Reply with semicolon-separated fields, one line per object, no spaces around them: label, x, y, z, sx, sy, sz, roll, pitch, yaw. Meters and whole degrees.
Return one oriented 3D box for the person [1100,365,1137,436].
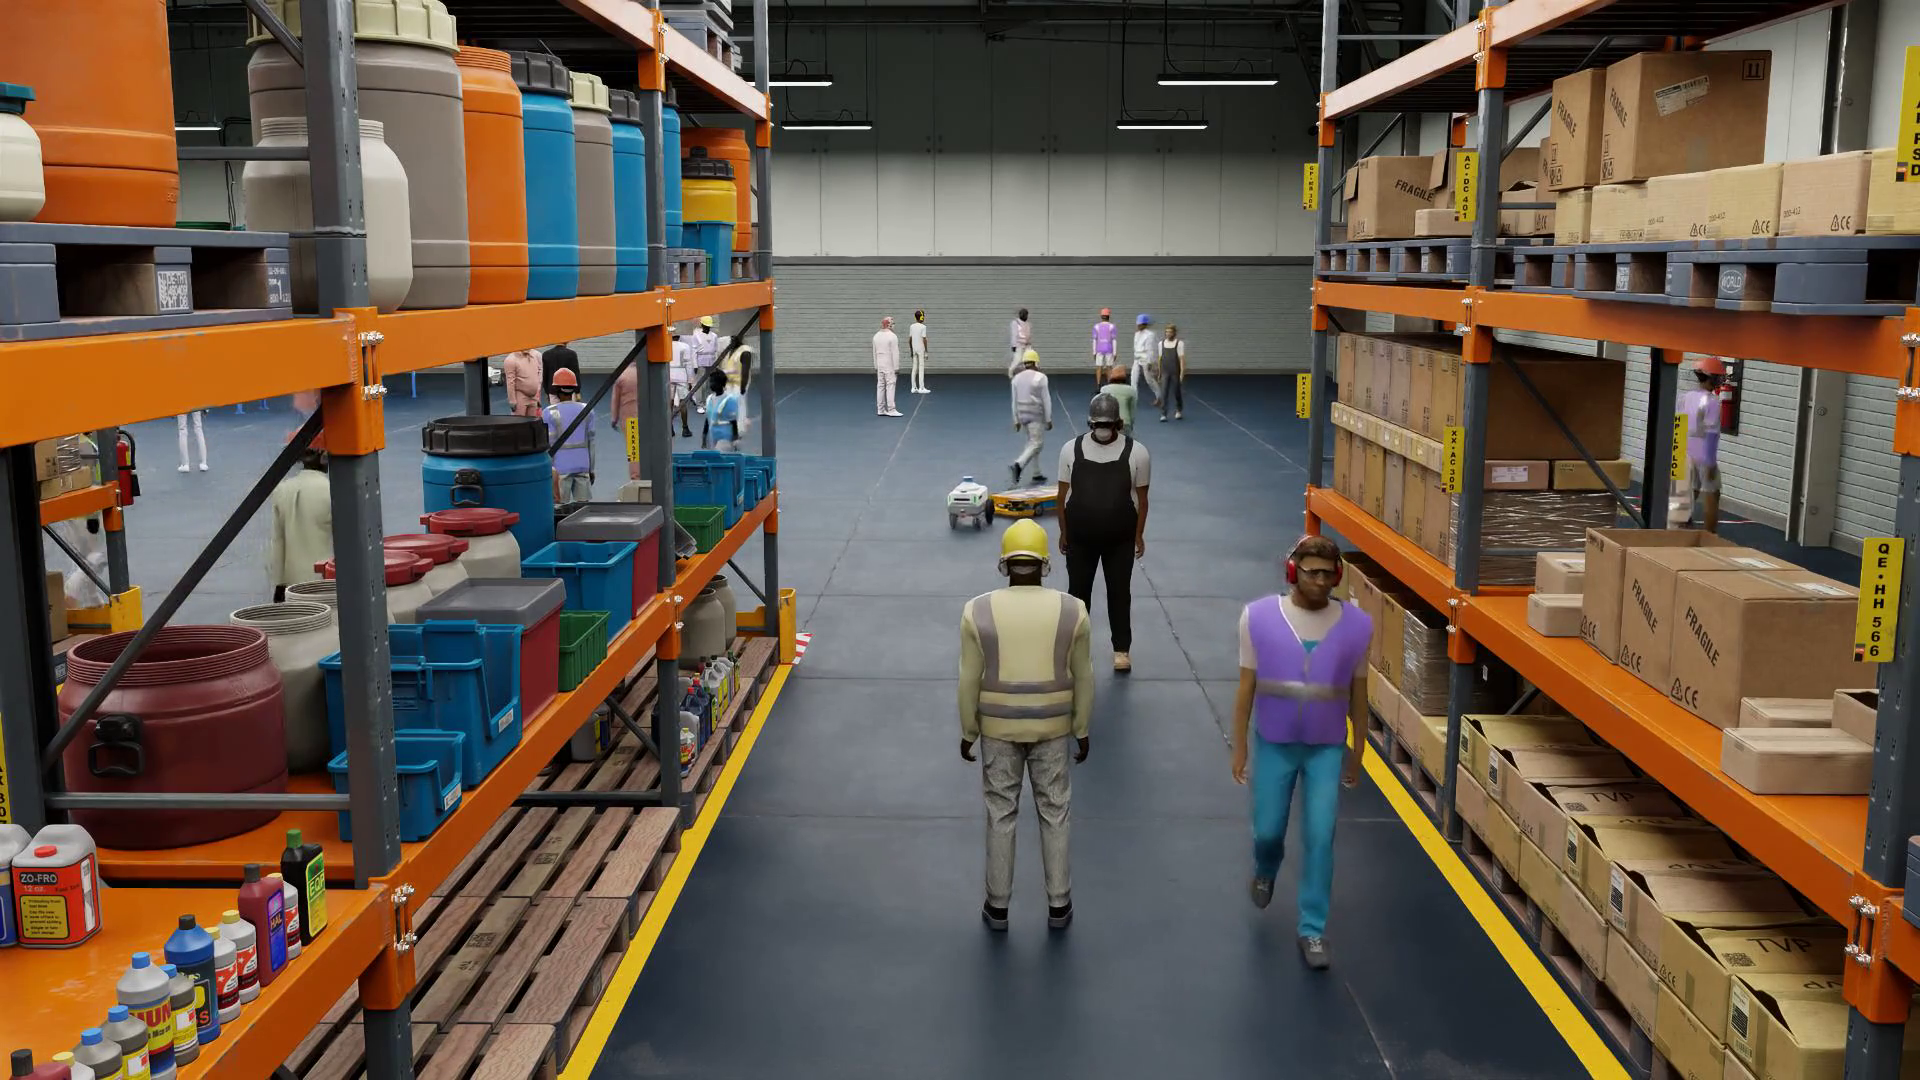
person;2.083;-1.523;22.090;0.523;1.586;0.822;0;9;-2

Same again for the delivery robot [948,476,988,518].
delivery robot;0.092;-0.475;18.779;0.477;0.478;0.707;2;10;12

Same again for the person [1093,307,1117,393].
person;3.299;-4.303;37.730;0.549;1.936;0.371;3;10;16

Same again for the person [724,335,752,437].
person;-3.764;-2.650;28.174;0.431;1.823;0.653;-7;11;-34

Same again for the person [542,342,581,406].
person;-6.030;-2.249;25.282;0.609;1.985;0.394;3;10;15

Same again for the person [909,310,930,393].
person;-0.923;-4.277;37.793;0.532;1.864;0.311;9;13;42

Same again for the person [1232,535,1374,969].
person;1.457;0.860;7.141;0.581;1.824;0.629;1;10;5

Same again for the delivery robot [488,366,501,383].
delivery robot;-11.315;-3.974;39.738;0.707;0.478;0.477;6;11;33

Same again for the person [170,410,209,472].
person;-10.952;-1.905;23.577;0.537;1.866;0.314;-6;11;-33

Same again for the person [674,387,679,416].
person;-5.508;-3.092;31.397;0.521;1.619;0.445;-3;10;-16

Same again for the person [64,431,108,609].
person;-7.250;-0.241;13.749;0.470;1.831;0.628;-9;13;-42

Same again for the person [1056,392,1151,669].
person;1.029;-0.051;12.076;0.679;2.000;0.537;1;10;8

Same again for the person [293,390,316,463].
person;-9.336;-1.892;23.847;0.545;1.747;0.372;8;13;41

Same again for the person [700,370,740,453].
person;-2.939;-1.196;19.883;0.727;1.665;0.555;-8;13;-41

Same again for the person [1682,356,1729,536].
person;7.487;-0.856;16.857;0.727;2.037;0.626;-1;9;-3

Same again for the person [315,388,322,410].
person;-7.747;-1.492;20.878;0.619;1.955;0.986;-2;10;-10

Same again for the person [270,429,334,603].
person;-3.982;0.234;10.541;0.638;1.938;1.025;5;11;26

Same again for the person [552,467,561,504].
person;-3.369;-0.041;13.099;0.523;1.636;0.310;4;10;21

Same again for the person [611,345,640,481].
person;-4.192;-1.579;21.583;0.659;1.885;0.690;-4;10;-21

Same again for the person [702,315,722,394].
person;-5.314;-3.748;34.549;0.539;1.904;0.982;8;12;40

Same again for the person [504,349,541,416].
person;-6.389;-2.071;24.463;0.400;1.905;0.643;5;11;26

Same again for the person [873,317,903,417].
person;-1.379;-3.334;32.012;0.403;1.911;0.637;-9;13;-43

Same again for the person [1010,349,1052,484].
person;0.906;-1.623;22.086;0.605;1.806;0.707;9;13;43

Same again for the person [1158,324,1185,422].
person;3.987;-3.154;31.243;0.528;1.817;0.912;4;10;23

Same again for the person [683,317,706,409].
person;-5.308;-3.571;33.514;0.646;1.890;0.515;6;11;32

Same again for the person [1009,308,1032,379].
person;1.513;-4.822;41.173;0.638;1.825;0.661;-6;11;-33

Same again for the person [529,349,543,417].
person;-7.384;-2.687;28.558;0.523;1.769;0.316;5;11;29

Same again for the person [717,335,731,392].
person;-4.436;-3.334;32.310;0.548;1.827;0.868;-4;10;-23

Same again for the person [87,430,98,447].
person;-11.041;-1.434;21.146;0.555;1.721;0.513;-3;10;-20

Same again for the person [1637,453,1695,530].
person;5.888;-0.174;13.923;0.545;1.617;0.515;-6;11;-33

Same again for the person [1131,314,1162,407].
person;3.794;-3.658;33.955;0.956;1.911;0.619;-6;11;-32

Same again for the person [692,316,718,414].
person;-4.987;-3.455;32.712;0.586;1.917;0.380;-9;13;-42

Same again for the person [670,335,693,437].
person;-4.826;-2.731;28.304;0.543;1.939;0.362;1;10;6

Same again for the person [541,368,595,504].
person;-3.802;-0.699;16.137;0.547;1.938;0.379;-8;12;-38

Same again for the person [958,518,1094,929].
person;0.289;0.815;7.393;0.601;1.827;0.403;0;9;-2

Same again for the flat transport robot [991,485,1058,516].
flat transport robot;0.922;-0.477;19.922;0.652;0.197;1.431;9;13;43
